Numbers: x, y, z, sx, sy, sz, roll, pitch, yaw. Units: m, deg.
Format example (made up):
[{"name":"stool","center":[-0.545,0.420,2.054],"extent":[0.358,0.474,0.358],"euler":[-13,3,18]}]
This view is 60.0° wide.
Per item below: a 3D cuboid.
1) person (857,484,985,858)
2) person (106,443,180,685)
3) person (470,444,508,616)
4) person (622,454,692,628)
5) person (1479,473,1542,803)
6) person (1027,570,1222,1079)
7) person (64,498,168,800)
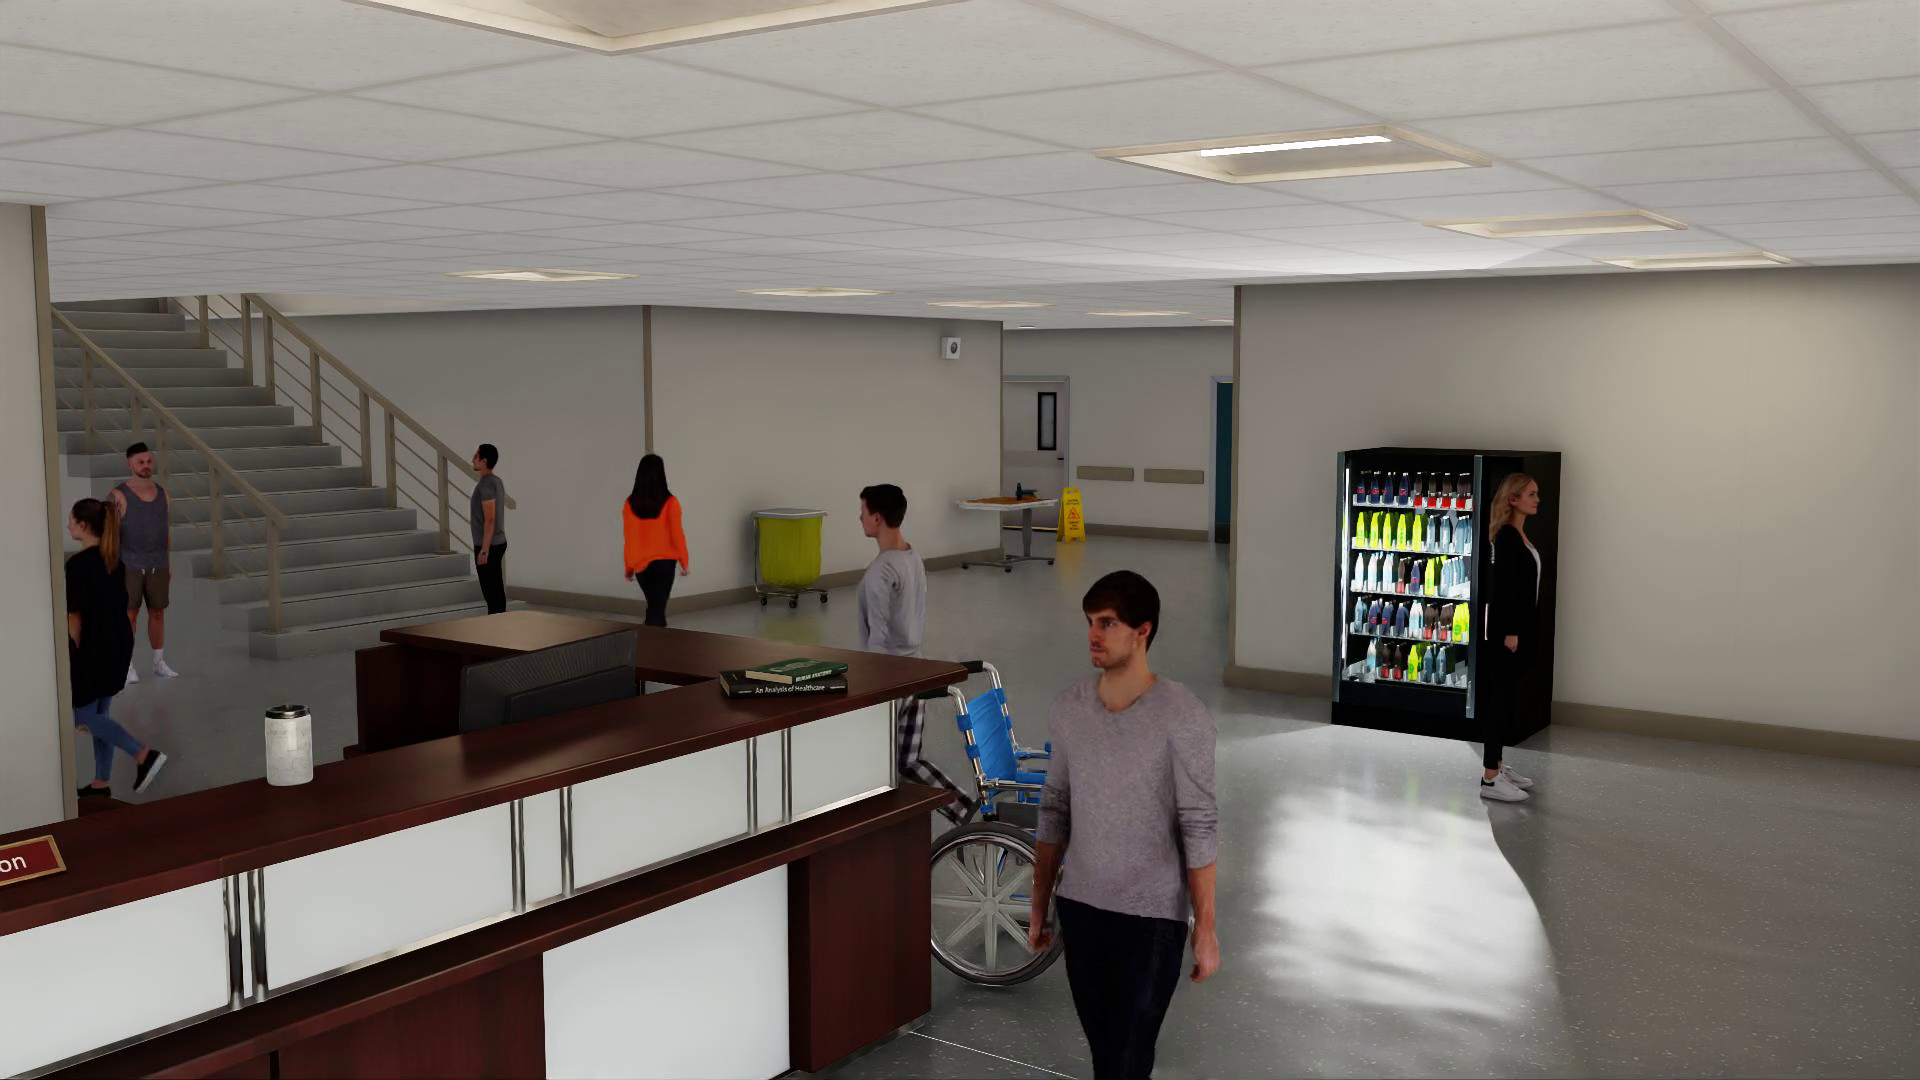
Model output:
[{"name":"person","center":[-0.232,0.666,7.706],"extent":[1.049,1.826,0.776],"euler":[2,6,21]},{"name":"person","center":[-6.293,0.168,12.793],"extent":[0.590,1.842,0.642],"euler":[5,7,40]},{"name":"person","center":[-4.017,0.049,14.203],"extent":[0.757,1.754,0.698],"euler":[-1,6,-10]},{"name":"person","center":[-2.324,0.251,12.453],"extent":[1.125,1.703,0.884],"euler":[2,6,20]},{"name":"person","center":[3.053,0.525,9.243],"extent":[0.557,1.800,0.639],"euler":[3,6,25]},{"name":"person","center":[0.504,0.990,4.461],"extent":[0.638,1.831,0.797],"euler":[5,8,43]},{"name":"person","center":[-4.560,0.622,8.929],"extent":[0.971,1.669,0.833],"euler":[1,6,12]}]
